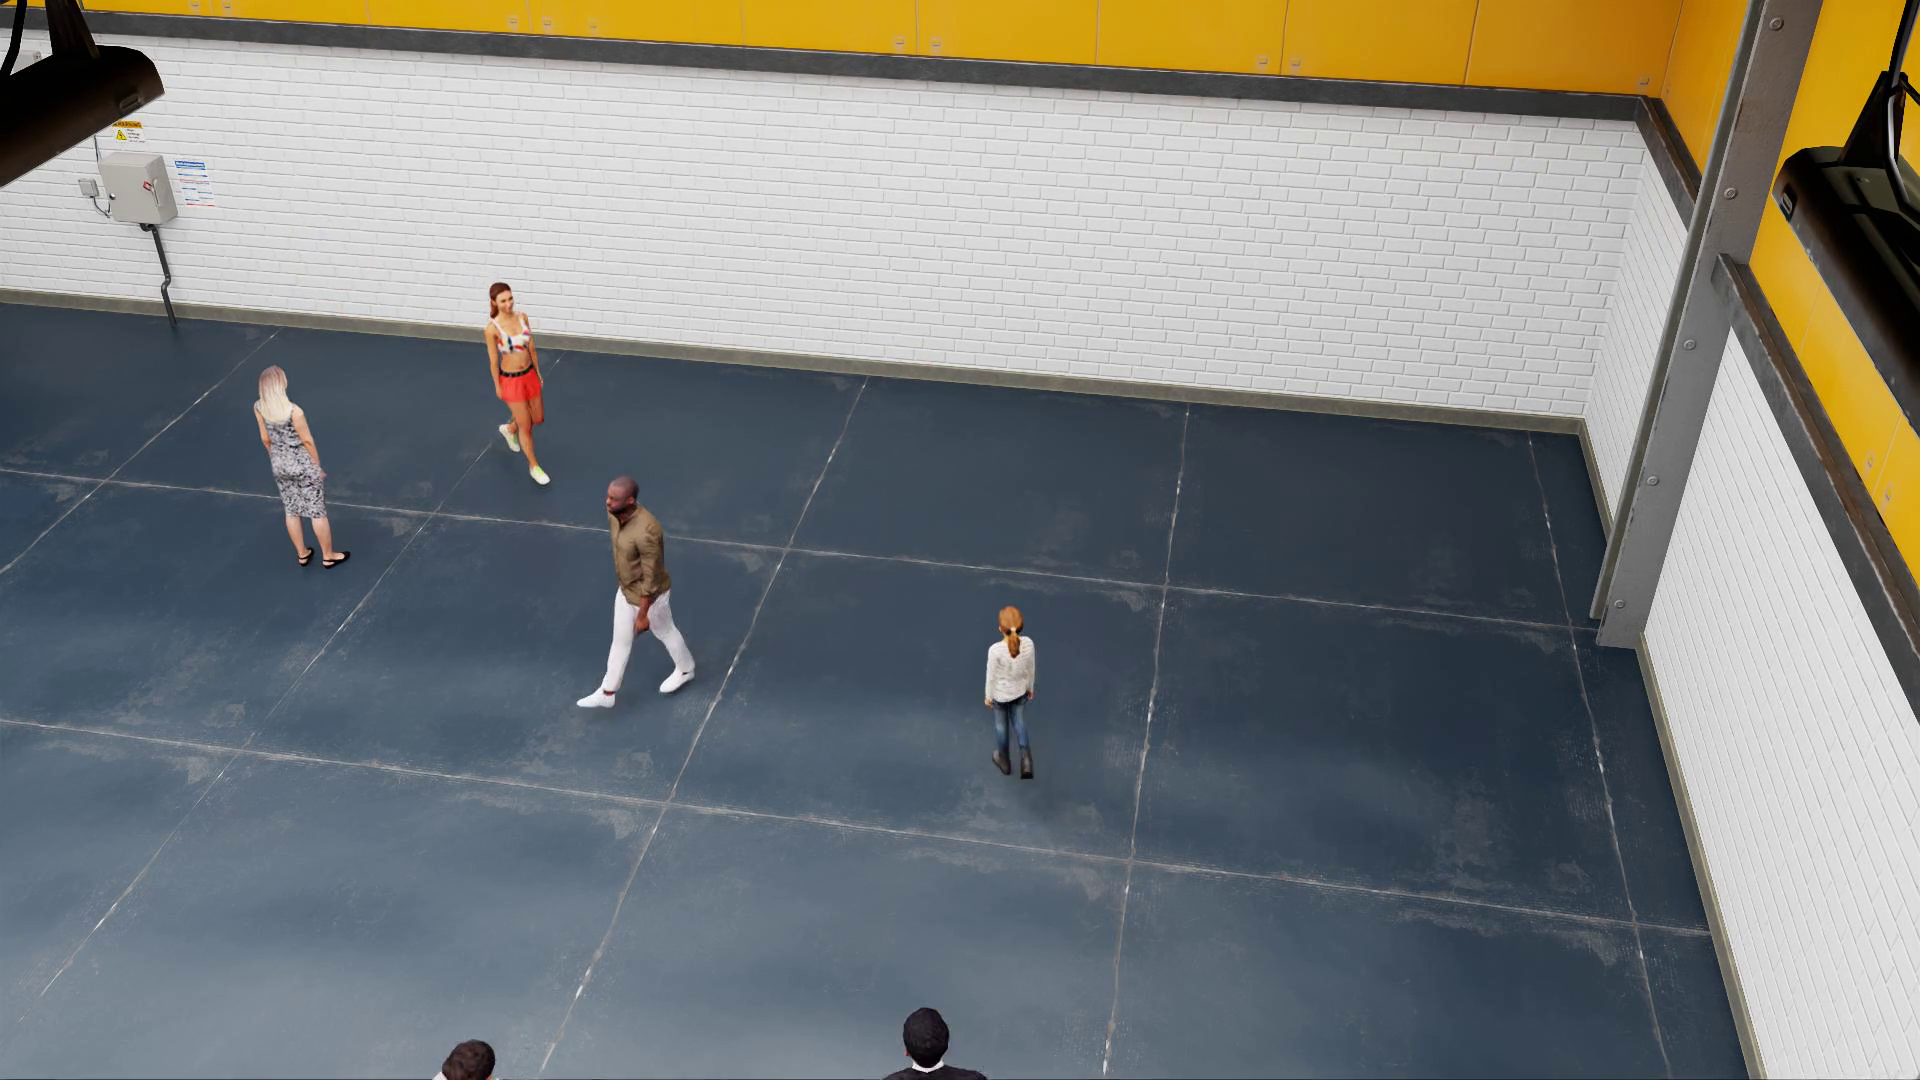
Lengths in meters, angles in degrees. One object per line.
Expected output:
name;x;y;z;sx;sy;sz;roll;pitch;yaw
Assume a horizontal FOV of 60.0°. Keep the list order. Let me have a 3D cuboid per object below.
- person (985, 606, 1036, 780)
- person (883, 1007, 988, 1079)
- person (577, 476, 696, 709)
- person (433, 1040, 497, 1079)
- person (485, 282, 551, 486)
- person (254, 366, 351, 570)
person;0.341;1.021;10.606;0.669;1.303;0.788;-12;35;-17
person;-0.136;2.860;7.339;0.900;1.858;1.074;-3;34;-5
person;-2.062;0.326;11.213;1.256;1.789;1.154;-25;41;-33
person;-1.998;2.822;7.348;0.885;1.911;0.883;18;38;25
person;-3.685;-1.326;13.707;0.900;1.780;0.921;27;42;34
person;-5.037;-0.537;12.586;0.572;1.706;0.505;8;34;12
